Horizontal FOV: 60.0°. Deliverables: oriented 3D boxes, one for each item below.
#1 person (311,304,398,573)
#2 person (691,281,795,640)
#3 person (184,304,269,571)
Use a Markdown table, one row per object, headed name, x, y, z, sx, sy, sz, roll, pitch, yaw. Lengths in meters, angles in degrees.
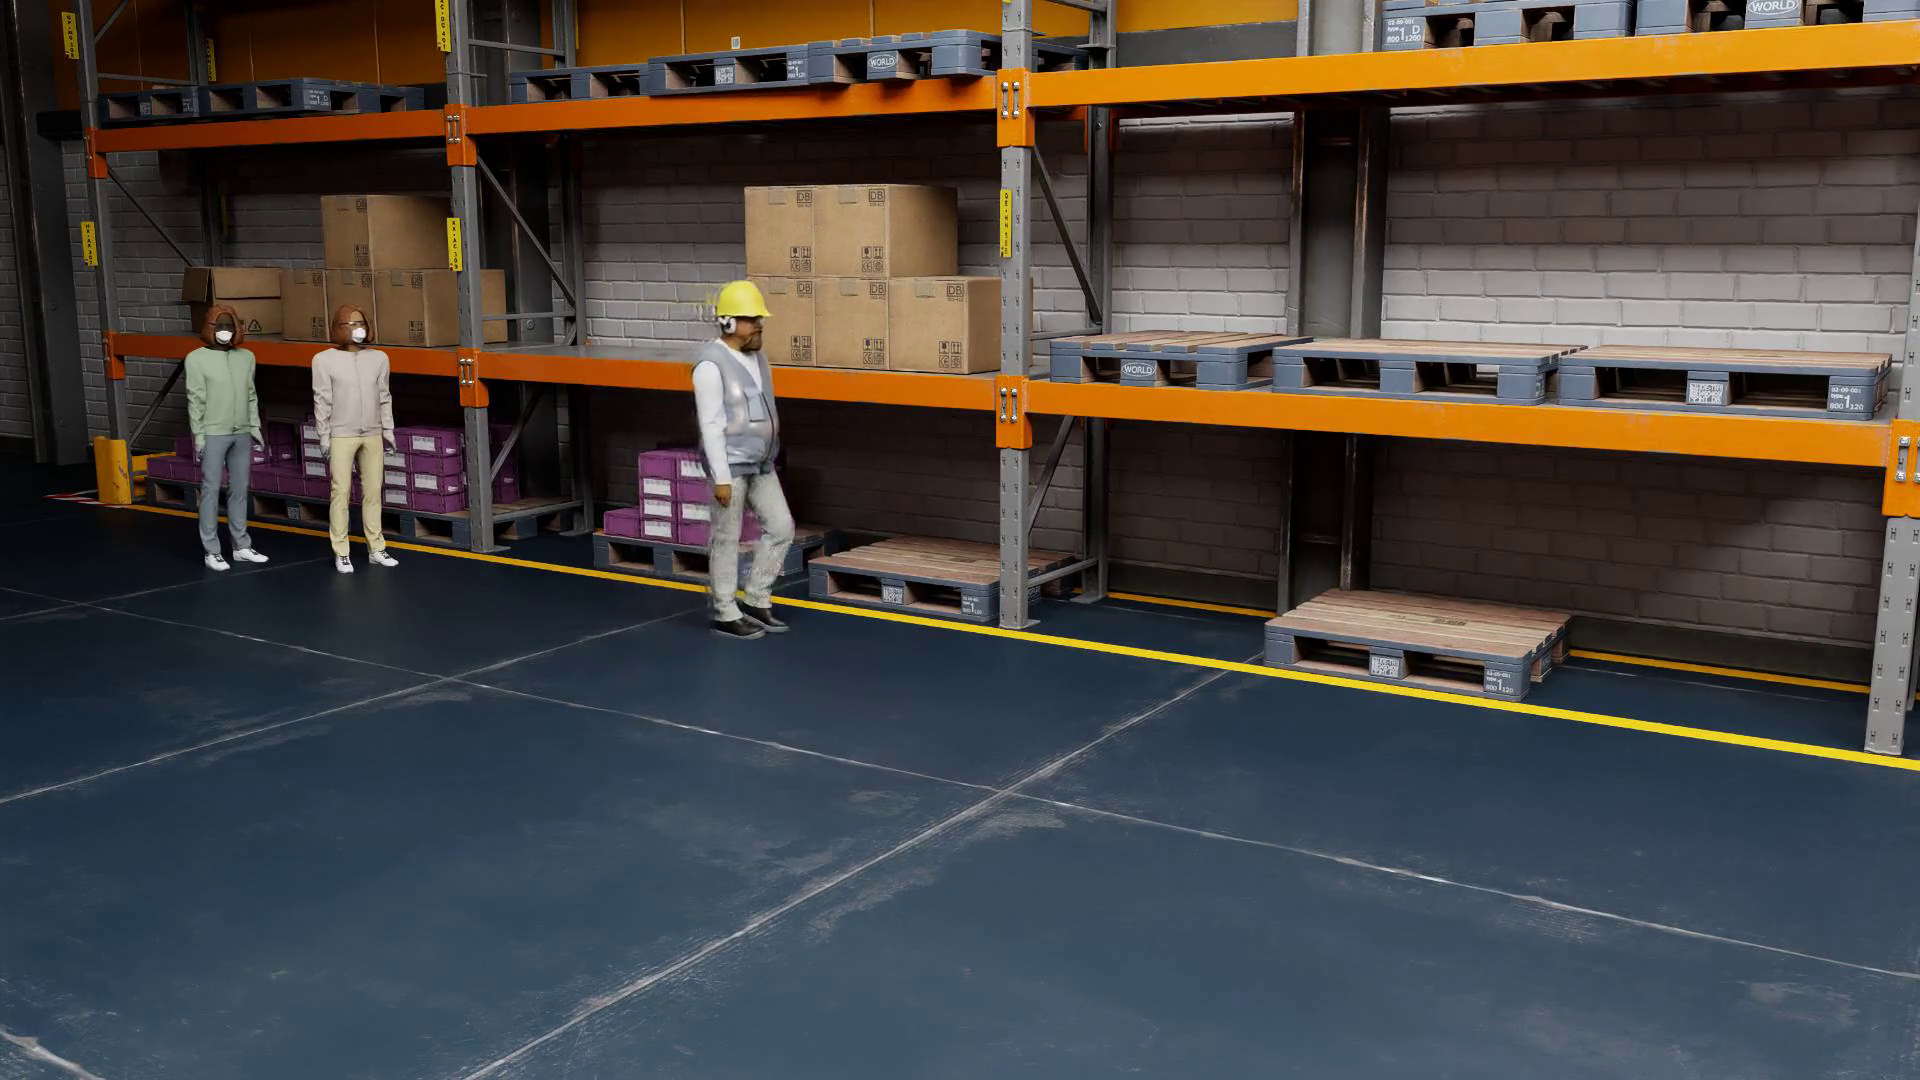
| name | x | y | z | sx | sy | sz | roll | pitch | yaw |
| --- | --- | --- | --- | --- | --- | --- | --- | --- | --- |
| person | -3.702 | -0.624 | 10.207 | 0.280 | 1.636 | 0.502 | 10 | 14 | 43 |
| person | -1.063 | -0.381 | 8.353 | 0.512 | 1.816 | 0.625 | 5 | 11 | 24 |
| person | -4.540 | -0.641 | 10.311 | 0.285 | 1.631 | 0.501 | 5 | 12 | 27 |
